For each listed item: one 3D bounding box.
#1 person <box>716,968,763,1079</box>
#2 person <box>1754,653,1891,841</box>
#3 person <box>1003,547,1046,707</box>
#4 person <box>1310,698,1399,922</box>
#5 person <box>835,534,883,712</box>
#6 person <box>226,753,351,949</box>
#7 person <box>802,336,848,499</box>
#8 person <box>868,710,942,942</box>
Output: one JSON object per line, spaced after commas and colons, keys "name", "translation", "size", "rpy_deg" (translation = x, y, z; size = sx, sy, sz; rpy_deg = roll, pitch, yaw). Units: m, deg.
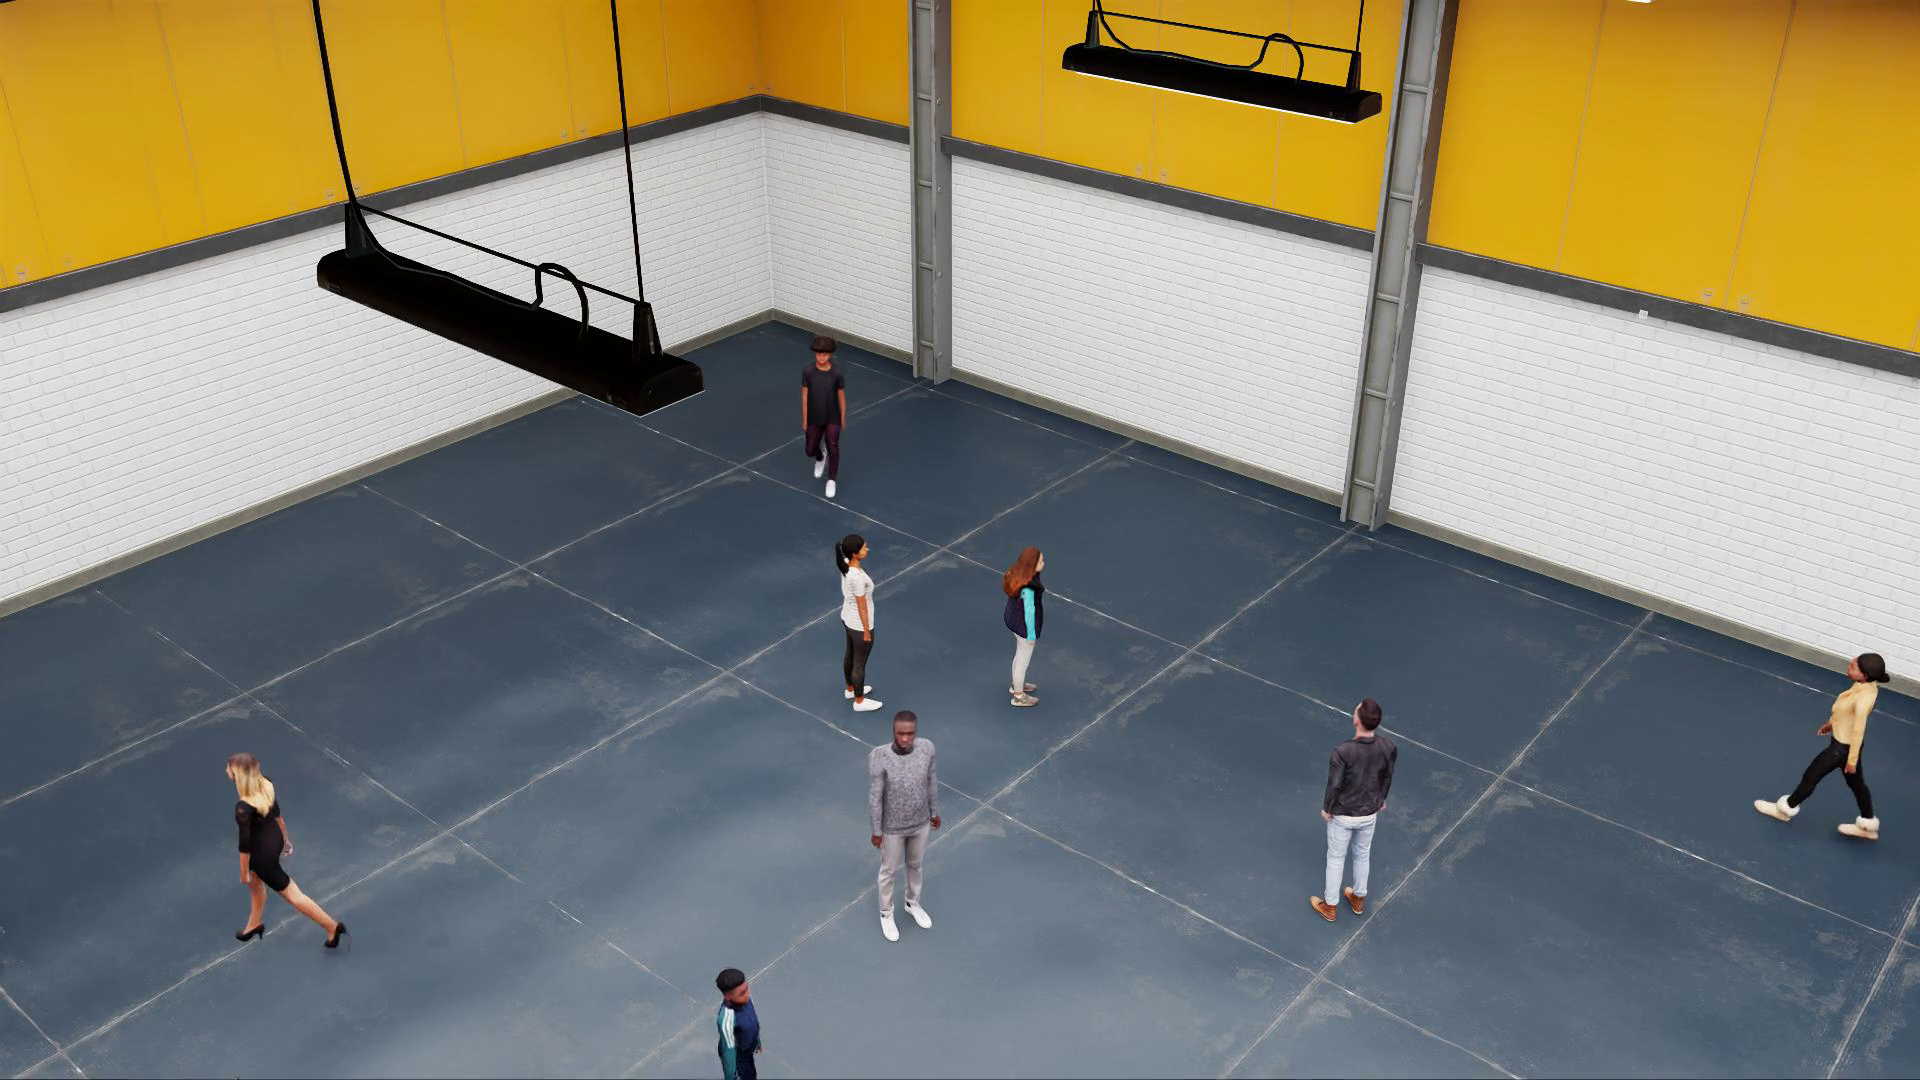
{"name": "person", "translation": [-1.402, 3.095, 10.166], "size": [0.650, 1.250, 0.598], "rpy_deg": [8, 30, 14]}
{"name": "person", "translation": [6.778, 1.580, 12.561], "size": [1.113, 1.618, 0.636], "rpy_deg": [19, 34, 30]}
{"name": "person", "translation": [0.555, 0.723, 14.256], "size": [0.732, 1.498, 0.677], "rpy_deg": [-1, 29, -2]}
{"name": "person", "translation": [2.785, 1.906, 11.735], "size": [0.738, 1.837, 0.746], "rpy_deg": [-8, 30, -15]}
{"name": "person", "translation": [-0.880, 0.687, 14.167], "size": [0.714, 1.646, 0.616], "rpy_deg": [-10, 30, -18]}
{"name": "person", "translation": [-4.669, 2.188, 11.427], "size": [1.118, 1.634, 0.998], "rpy_deg": [0, 29, 1]}
{"name": "person", "translation": [-1.450, -1.368, 17.802], "size": [0.889, 1.773, 0.928], "rpy_deg": [1, 29, 2]}
{"name": "person", "translation": [-0.393, 1.958, 11.640], "size": [0.755, 1.836, 0.703], "rpy_deg": [-14, 32, -24]}
